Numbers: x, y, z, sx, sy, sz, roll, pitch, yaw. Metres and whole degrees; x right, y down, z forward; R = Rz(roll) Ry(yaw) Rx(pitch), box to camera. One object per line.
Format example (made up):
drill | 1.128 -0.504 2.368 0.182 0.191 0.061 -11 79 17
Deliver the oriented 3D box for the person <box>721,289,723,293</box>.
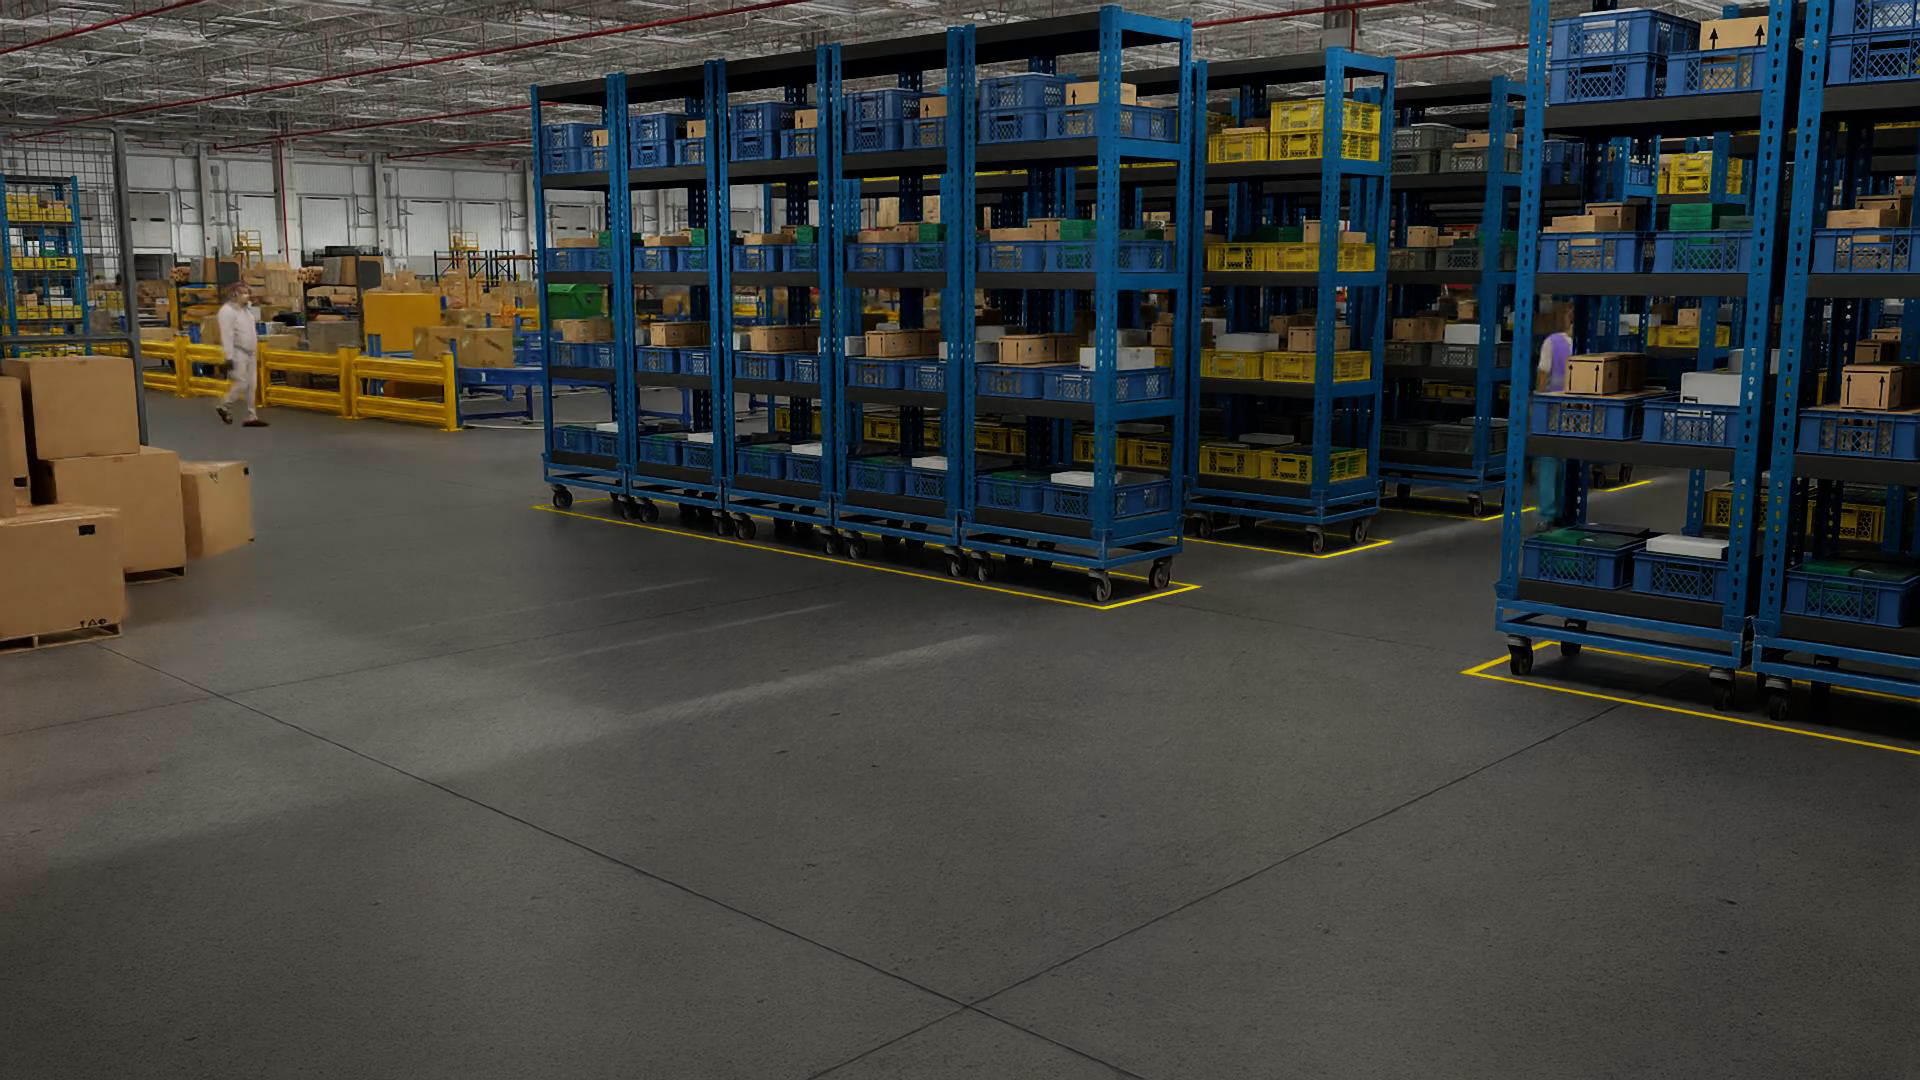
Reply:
person | -7.244 -7.012 50.908 0.880 1.576 0.503 6 11 33

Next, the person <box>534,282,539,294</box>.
person | -17.603 -10.200 69.784 0.527 1.810 0.994 0 9 -1

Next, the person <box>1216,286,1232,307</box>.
person | 4.273 -3.228 26.611 0.602 1.940 0.402 3 10 18

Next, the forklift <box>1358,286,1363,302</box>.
forklift | 11.100 -7.017 46.970 1.873 2.768 1.129 9 13 43

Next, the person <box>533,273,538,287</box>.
person | -20.318 -11.874 79.857 0.417 1.869 0.586 3 10 20

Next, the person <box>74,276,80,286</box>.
person | -45.102 -12.827 85.303 0.388 1.992 0.618 4 10 25

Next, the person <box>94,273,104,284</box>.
person | -41.983 -12.092 81.179 1.049 1.870 0.604 0 9 -2

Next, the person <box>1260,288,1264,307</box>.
person | 8.390 -6.622 47.538 0.550 1.916 0.878 1 9 8

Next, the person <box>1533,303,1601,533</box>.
person | 4.748 -0.962 13.145 0.675 1.812 0.384 -5 10 -28

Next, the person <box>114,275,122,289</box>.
person | -27.890 -7.889 55.393 0.601 1.890 0.919 6 11 32

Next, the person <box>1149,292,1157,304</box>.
person | 5.721 -6.859 49.619 0.316 1.696 0.540 -1 9 -8

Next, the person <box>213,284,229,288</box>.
person | -26.518 -8.629 59.764 0.542 1.928 0.378 -3 10 -16

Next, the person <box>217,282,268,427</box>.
person | -9.392 -2.411 21.728 0.499 1.893 0.672 1 9 9

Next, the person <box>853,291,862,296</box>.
person | -4.132 -9.875 68.158 0.547 1.686 0.323 -4 10 -22

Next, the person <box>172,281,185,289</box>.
person | -36.904 -11.687 78.621 0.547 1.903 0.941 1 9 3

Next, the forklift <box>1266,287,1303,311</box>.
forklift | 10.769 -8.203 54.240 1.129 2.768 1.873 8 12 42
